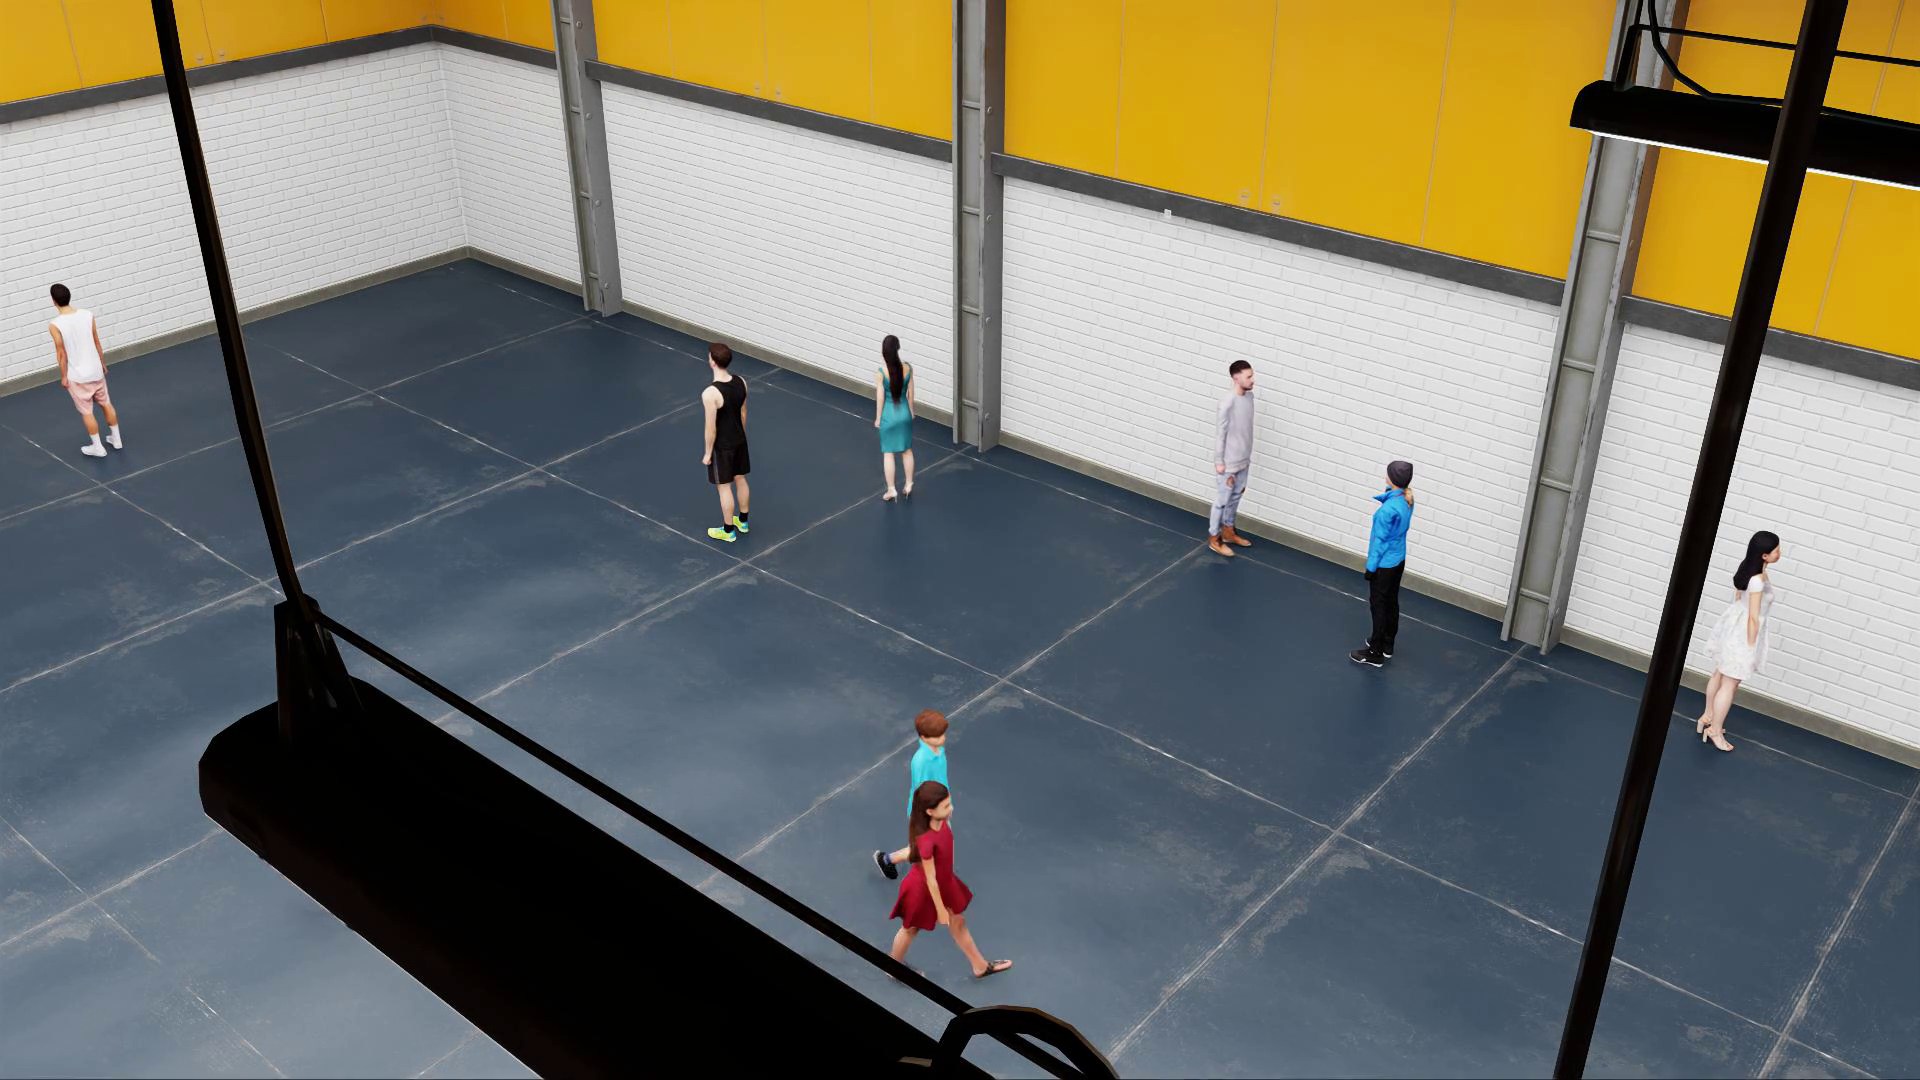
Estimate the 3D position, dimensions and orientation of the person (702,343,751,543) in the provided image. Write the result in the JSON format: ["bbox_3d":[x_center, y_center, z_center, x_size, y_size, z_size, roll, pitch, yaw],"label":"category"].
[{"bbox_3d":[-2.112,-0.889,15.076,0.593,1.892,0.686,19,34,31],"label":"person"}]

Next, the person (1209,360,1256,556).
[{"bbox_3d":[2.438,-0.763,14.900,0.566,1.839,0.671,23,36,36],"label":"person"}]

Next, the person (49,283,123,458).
[{"bbox_3d":[-8.792,-1.703,16.678,0.612,1.787,0.664,16,32,27],"label":"person"}]

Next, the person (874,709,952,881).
[{"bbox_3d":[-0.266,1.705,10.799,0.887,1.434,0.617,15,32,26],"label":"person"}]

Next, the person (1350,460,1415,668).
[{"bbox_3d":[3.402,0.181,13.214,0.517,1.797,0.616,23,36,36],"label":"person"}]

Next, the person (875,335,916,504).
[{"bbox_3d":[-0.616,-1.154,15.776,0.618,1.686,0.602,-14,31,-24],"label":"person"}]

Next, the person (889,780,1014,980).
[{"bbox_3d":[-0.266,2.088,10.014,1.092,1.513,0.876,5,29,9],"label":"person"}]

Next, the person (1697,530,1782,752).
[{"bbox_3d":[5.745,0.728,12.235,0.786,1.774,0.760,6,29,11],"label":"person"}]
